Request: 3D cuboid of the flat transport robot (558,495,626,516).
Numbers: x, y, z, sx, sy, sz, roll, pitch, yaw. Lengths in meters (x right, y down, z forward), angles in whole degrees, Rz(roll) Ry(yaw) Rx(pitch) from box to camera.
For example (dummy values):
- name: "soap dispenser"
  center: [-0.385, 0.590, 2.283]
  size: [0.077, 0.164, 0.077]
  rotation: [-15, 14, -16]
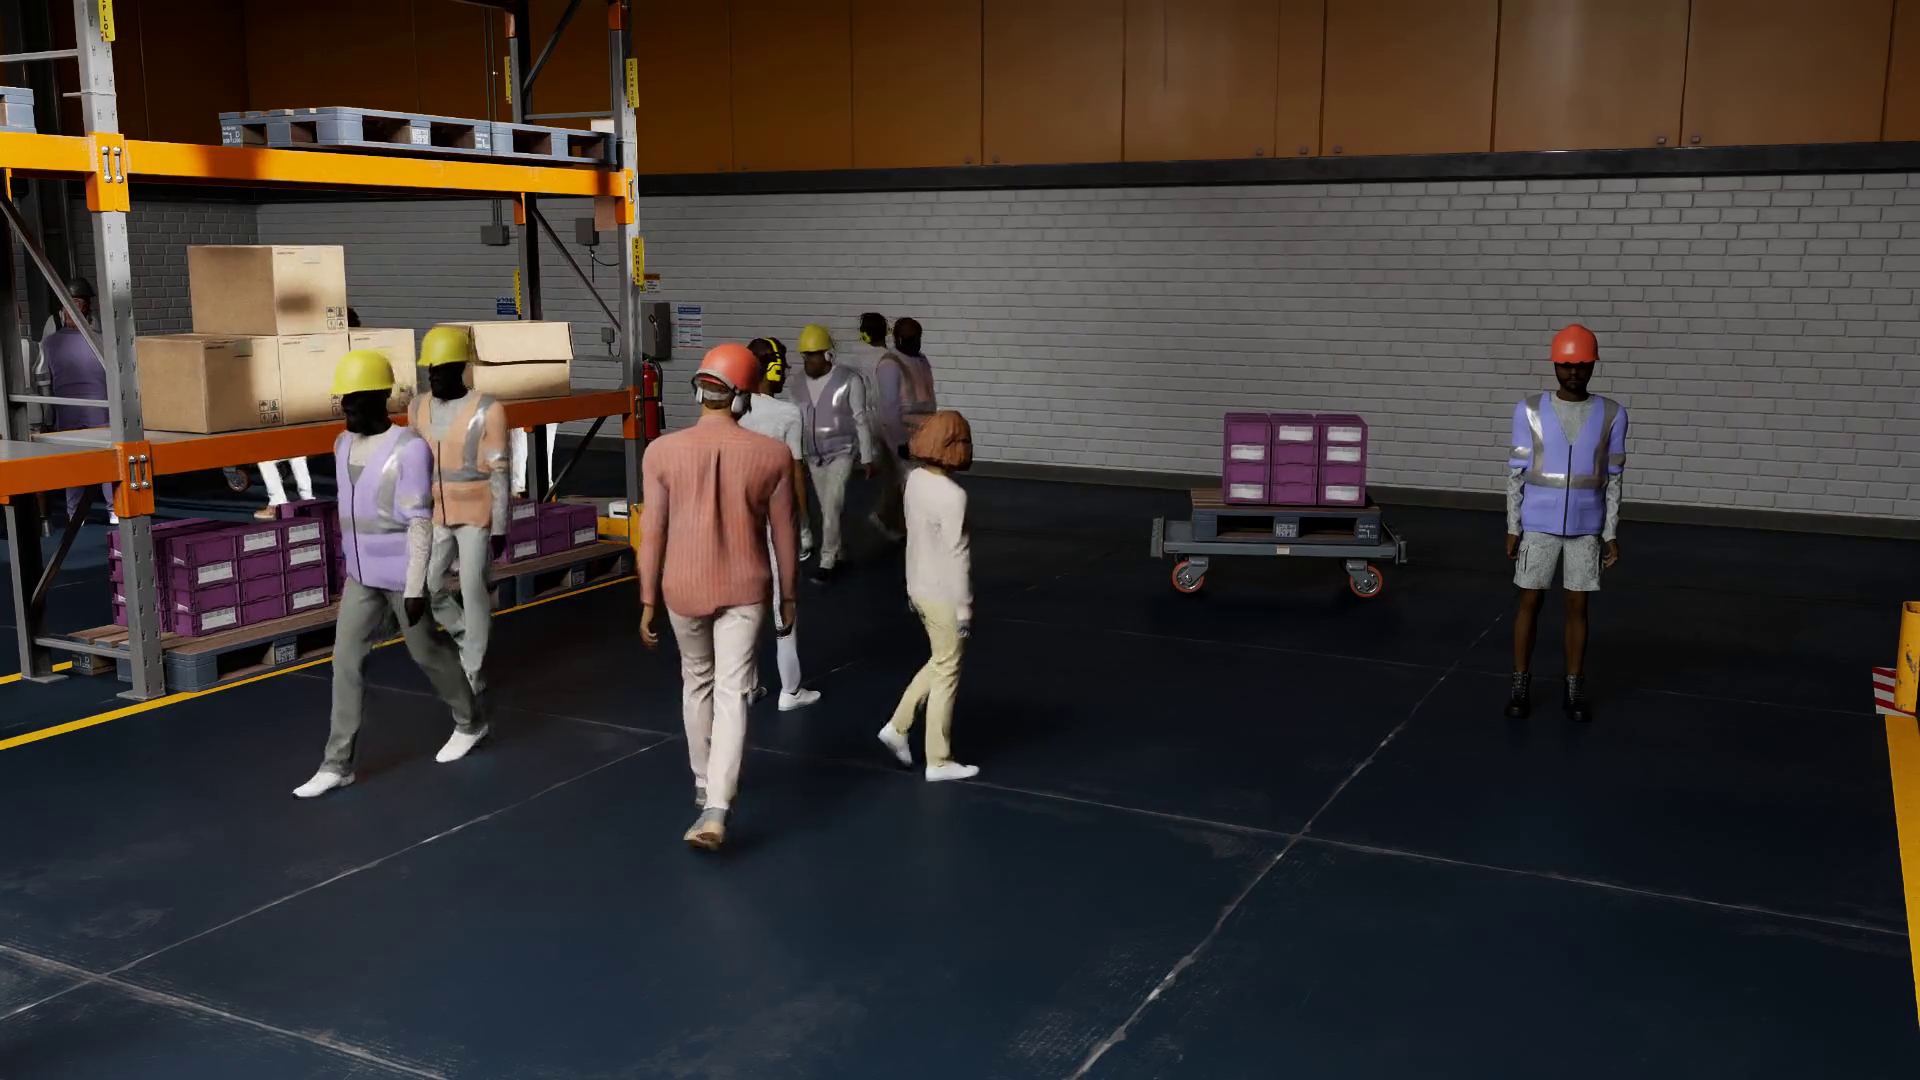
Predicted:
- name: "flat transport robot"
  center: [-3.077, -0.177, 13.517]
  size: [0.652, 0.197, 1.431]
  rotation: [0, 10, 1]

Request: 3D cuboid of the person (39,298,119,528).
- name: "person"
  center: [-7.283, -1.051, 13.851]
  size: [0.643, 1.909, 0.400]
  rotation: [-3, 10, -17]

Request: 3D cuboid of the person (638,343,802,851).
- name: "person"
  center: [-0.935, 0.209, 6.496]
  size: [0.636, 1.946, 1.000]
  rotation: [-1, 10, -4]

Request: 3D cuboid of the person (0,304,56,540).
- name: "person"
  center: [-7.544, -0.968, 13.274]
  size: [0.551, 1.936, 0.356]
  rotation: [-7, 12, -37]

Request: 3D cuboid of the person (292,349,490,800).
- name: "person"
  center: [-2.456, 0.112, 7.201]
  size: [0.602, 1.885, 0.971]
  rotation: [6, 11, 31]

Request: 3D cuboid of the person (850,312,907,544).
- name: "person"
  center: [-0.573, -0.852, 12.924]
  size: [0.551, 1.831, 0.602]
  rotation: [5, 11, 27]

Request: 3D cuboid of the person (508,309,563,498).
- name: "person"
  center: [-3.771, -1.171, 14.727]
  size: [0.629, 1.842, 0.429]
  rotation: [-9, 13, -43]

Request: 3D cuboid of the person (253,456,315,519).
- name: "person"
  center: [-5.888, -1.110, 14.357]
  size: [0.656, 1.854, 0.548]
  rotation: [3, 10, 17]

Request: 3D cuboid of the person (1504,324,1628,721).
- name: "person"
  center: [2.944, -0.076, 8.111]
  size: [0.543, 1.939, 0.361]
  rotation: [2, 10, 14]

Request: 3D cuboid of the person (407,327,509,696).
- name: "person"
  center: [-2.557, -0.125, 8.462]
  size: [0.608, 1.912, 0.415]
  rotation: [3, 10, 18]

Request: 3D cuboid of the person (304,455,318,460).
- name: "person"
  center: [-7.365, -1.834, 18.450]
  size: [0.362, 1.883, 0.575]
  rotation: [-3, 10, -17]

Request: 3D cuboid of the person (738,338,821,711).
- name: "person"
  center: [-0.965, -0.075, 8.326]
  size: [0.519, 1.865, 0.331]
  rotation: [4, 11, 22]

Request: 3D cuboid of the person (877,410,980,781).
- name: "person"
  center: [-0.092, 0.249, 7.132]
  size: [0.378, 1.619, 0.533]
  rotation: [-4, 11, -24]

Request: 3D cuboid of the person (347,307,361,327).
- name: "person"
  center: [-5.269, -1.110, 14.484]
  size: [0.639, 1.802, 0.898]
  rotation: [-5, 11, -28]

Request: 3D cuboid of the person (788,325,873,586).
- name: "person"
  center: [-0.944, -0.583, 11.489]
  size: [0.602, 1.781, 0.835]
  rotation: [5, 11, 29]

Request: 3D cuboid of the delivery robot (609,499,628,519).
- name: "delivery robot"
  center: [-2.357, -0.221, 12.678]
  size: [0.477, 0.478, 0.707]
  rotation: [5, 11, 24]

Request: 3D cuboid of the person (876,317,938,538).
- name: "person"
  center: [-0.425, -0.811, 12.795]
  size: [0.539, 1.807, 0.662]
  rotation: [5, 11, 28]

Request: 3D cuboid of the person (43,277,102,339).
- name: "person"
  center: [-8.893, -1.651, 16.934]
  size: [0.684, 2.000, 0.535]
  rotation: [3, 10, 18]
